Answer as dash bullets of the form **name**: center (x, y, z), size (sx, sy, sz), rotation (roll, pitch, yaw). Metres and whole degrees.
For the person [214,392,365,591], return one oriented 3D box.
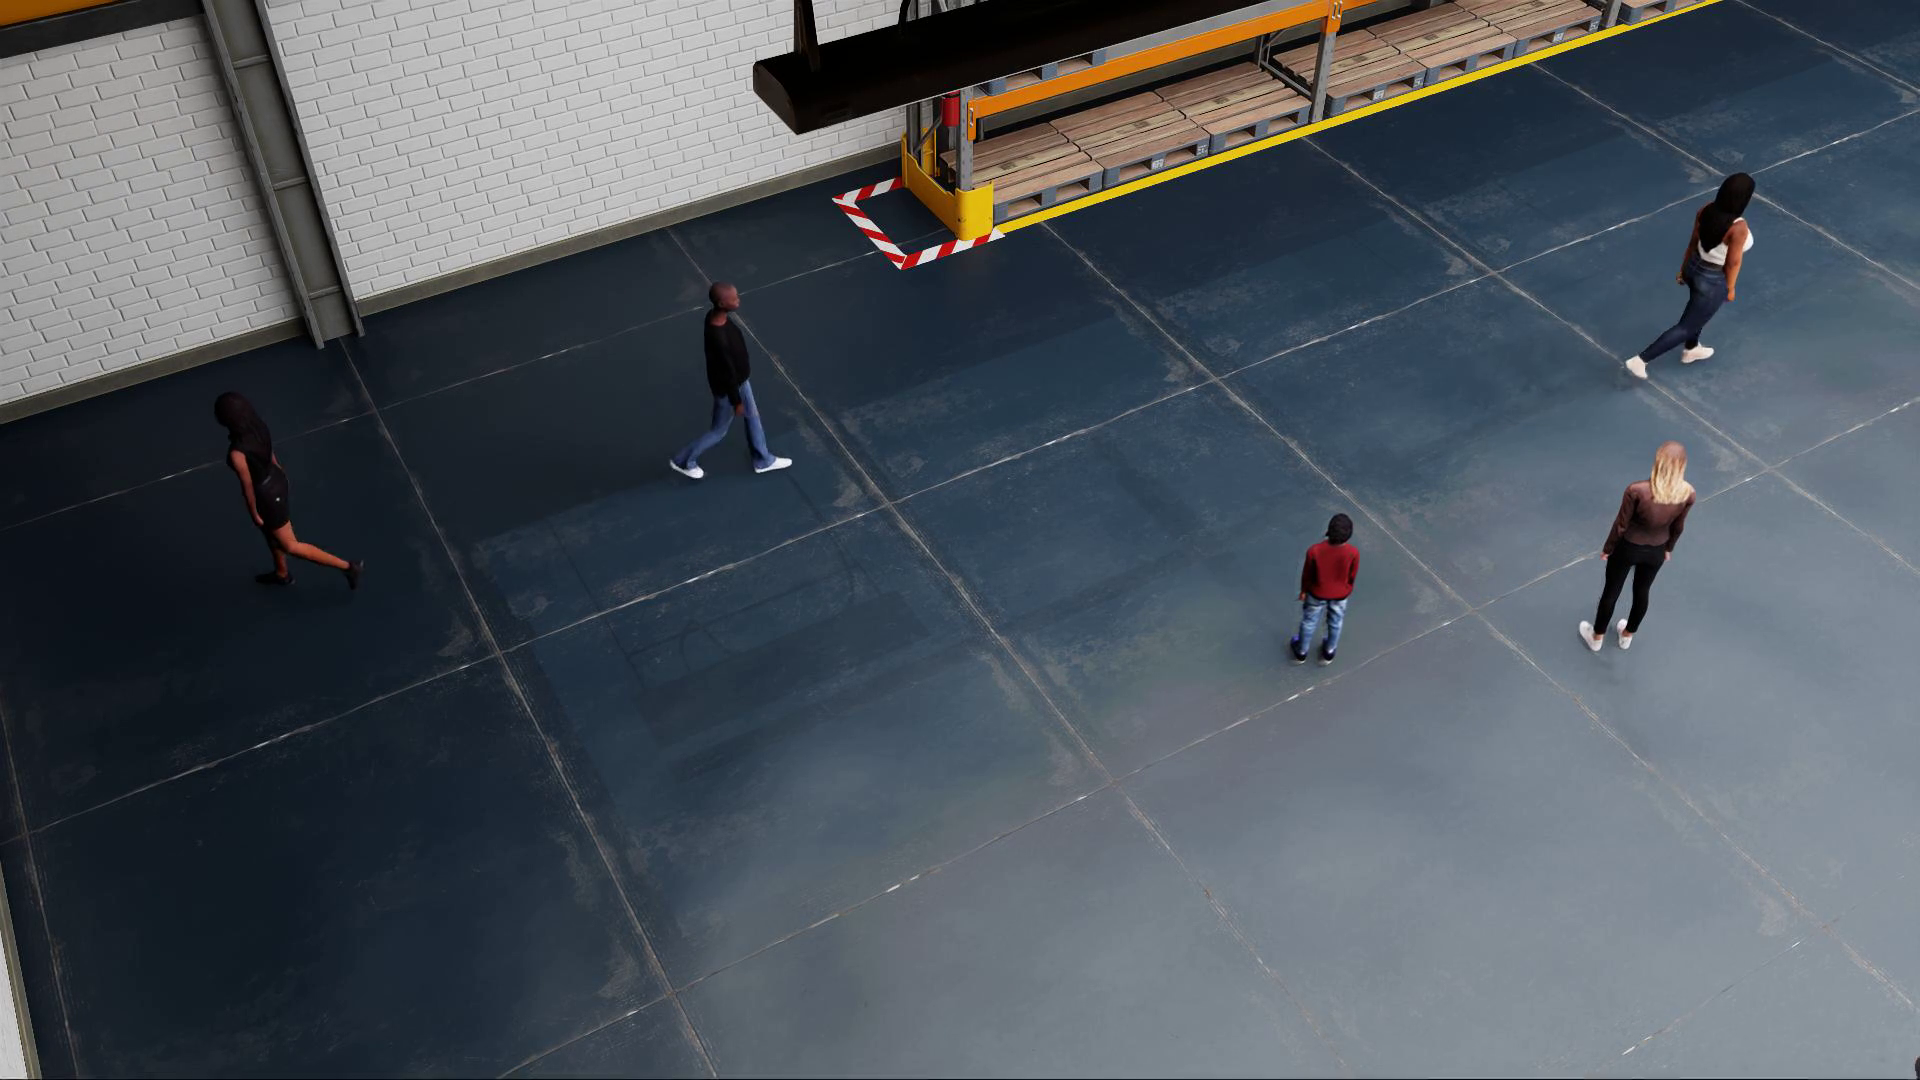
- **person**: center (-4.526, -0.273, 11.120), size (1.156, 1.714, 0.929), rotation (-1, 44, -1)

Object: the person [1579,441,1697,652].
- **person**: center (4.401, 0.060, 10.777), size (0.617, 1.703, 0.740), rotation (0, 44, 0)

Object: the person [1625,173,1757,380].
- **person**: center (5.694, -1.985, 12.870), size (1.225, 1.777, 0.847), rotation (-9, 44, -10)

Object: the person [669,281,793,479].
- **person**: center (-1.759, -1.095, 11.979), size (1.207, 1.717, 0.882), rotation (-6, 44, -6)

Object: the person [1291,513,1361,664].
- **person**: center (2.402, 0.320, 10.828), size (0.560, 1.255, 0.637), rotation (4, 44, 4)
